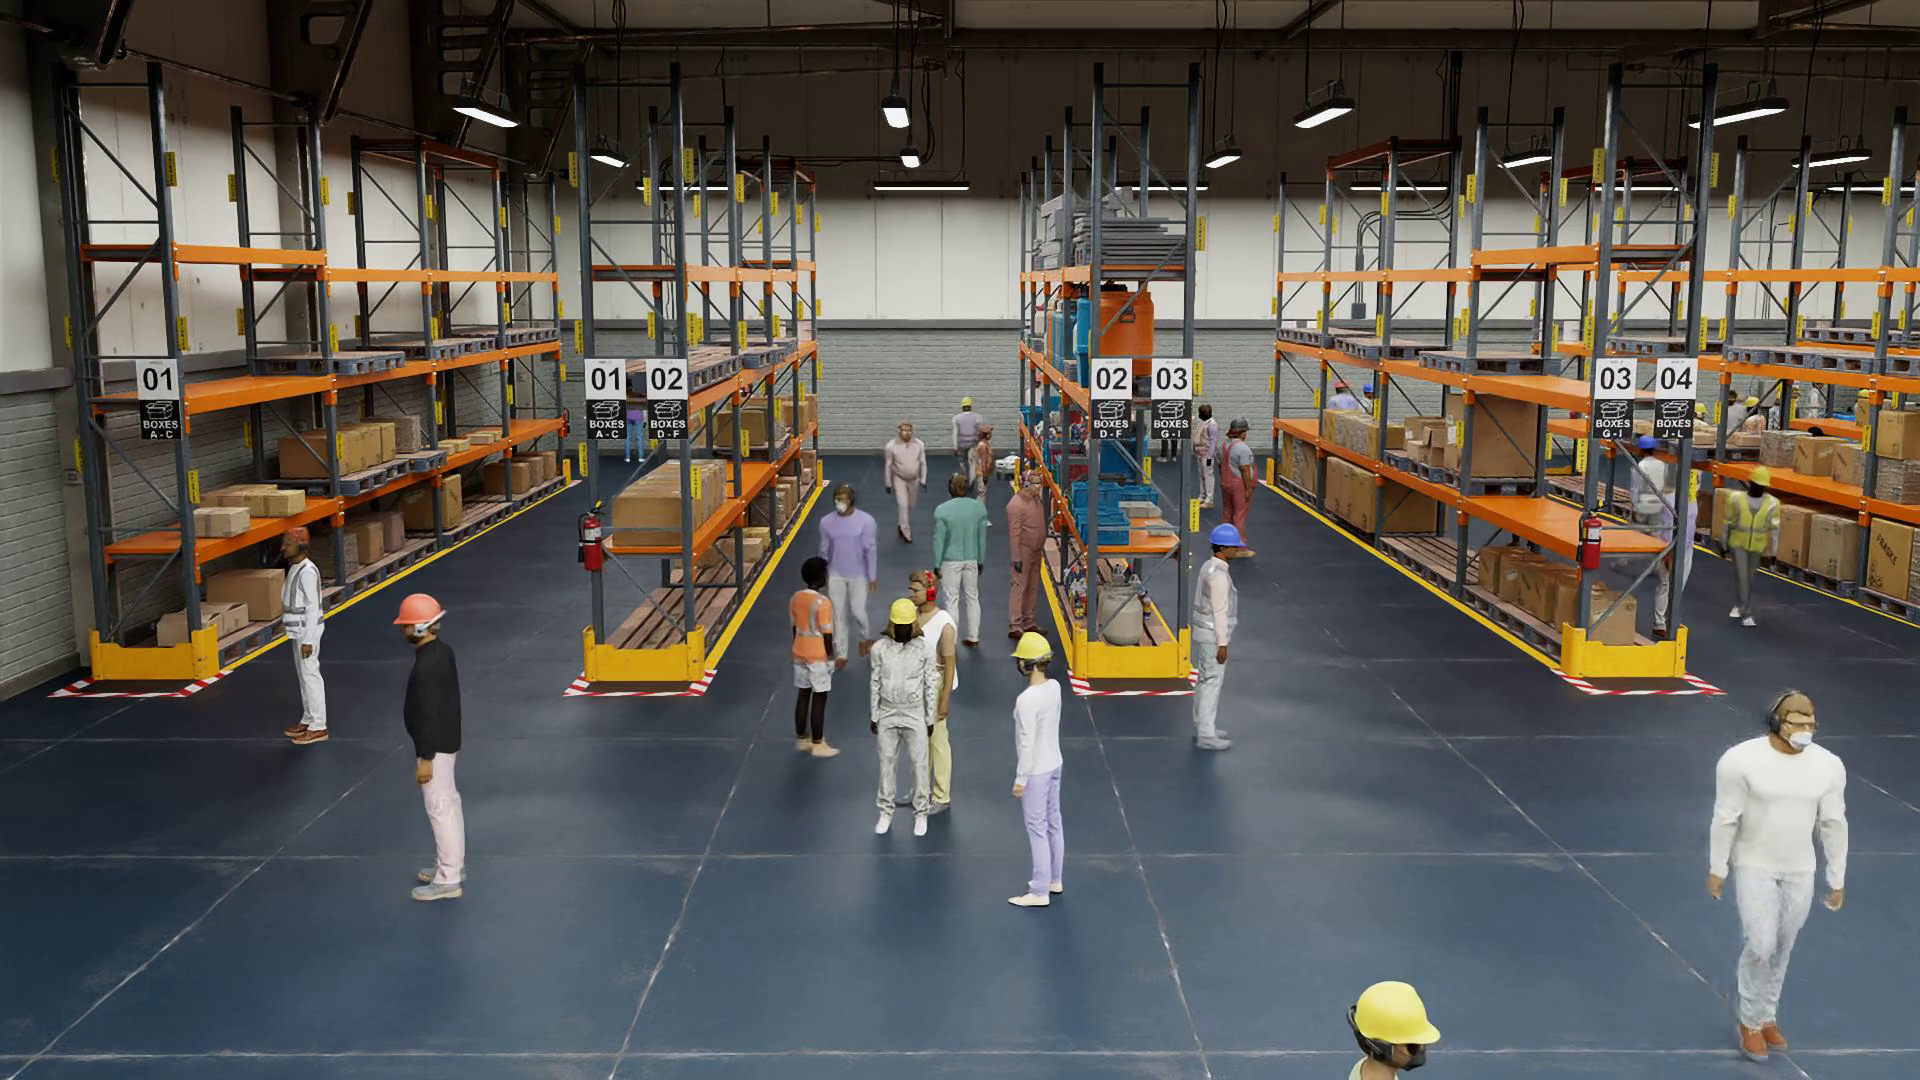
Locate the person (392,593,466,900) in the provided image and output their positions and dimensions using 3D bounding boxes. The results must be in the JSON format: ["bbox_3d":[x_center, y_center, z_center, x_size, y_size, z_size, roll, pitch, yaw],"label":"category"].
[{"bbox_3d":[-3.428,1.325,10.776,0.401,1.989,0.623,-1,9,-7],"label":"person"}]

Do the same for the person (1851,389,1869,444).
[{"bbox_3d":[18.873,-2.293,34.859,0.302,1.741,0.485,8,12,42],"label":"person"}]

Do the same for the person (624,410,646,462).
[{"bbox_3d":[-7.248,-2.679,36.808,0.602,1.914,0.421,-1,9,-4],"label":"person"}]

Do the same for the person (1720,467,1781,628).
[{"bbox_3d":[9.201,0.052,19.390,0.592,1.868,0.958,2,9,15],"label":"person"}]

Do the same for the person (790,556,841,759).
[{"bbox_3d":[-1.219,0.980,13.947,0.317,1.694,0.540,-7,11,-38],"label":"person"}]

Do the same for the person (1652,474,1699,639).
[{"bbox_3d":[8.007,0.149,18.556,0.630,1.931,0.383,-8,12,-41],"label":"person"}]

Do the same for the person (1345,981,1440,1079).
[{"bbox_3d":[1.355,2.273,5.401,0.327,1.769,0.525,2,9,15],"label":"person"}]

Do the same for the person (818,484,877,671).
[{"bbox_3d":[-1.145,0.362,17.167,0.633,1.924,0.578,2,9,14],"label":"person"}]

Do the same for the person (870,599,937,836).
[{"bbox_3d":[-0.409,1.271,11.961,0.486,1.737,0.320,2,9,10],"label":"person"}]

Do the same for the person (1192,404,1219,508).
[{"bbox_3d":[4.316,-1.483,29.330,0.429,1.843,0.622,-2,9,-11],"label":"person"}]

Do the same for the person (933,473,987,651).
[{"bbox_3d":[-0.006,0.238,17.965,0.629,1.933,0.368,-4,10,-27],"label":"person"}]

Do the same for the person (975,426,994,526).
[{"bbox_3d":[0.394,-1.048,27.183,0.311,1.636,0.523,0,9,-1],"label":"person"}]

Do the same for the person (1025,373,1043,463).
[{"bbox_3d":[1.649,-2.682,36.553,0.400,1.989,0.623,5,10,28],"label":"person"}]

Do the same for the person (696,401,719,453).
[{"bbox_3d":[-4.681,-1.830,31.361,0.547,1.907,0.842,0,9,2],"label":"person"}]

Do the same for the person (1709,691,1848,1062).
[{"bbox_3d":[4.206,1.718,8.497,0.648,1.915,0.627,0,9,0],"label":"person"}]

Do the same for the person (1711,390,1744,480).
[{"bbox_3d":[15.297,-2.065,33.149,0.483,1.823,0.877,7,11,38],"label":"person"}]

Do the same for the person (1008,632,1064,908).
[{"bbox_3d":[0.477,1.461,10.626,0.331,1.768,0.526,5,10,27],"label":"person"}]

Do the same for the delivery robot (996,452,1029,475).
[{"bbox_3d":[1.053,-1.515,33.350,0.477,0.478,0.707,9,12,44],"label":"delivery robot"}]

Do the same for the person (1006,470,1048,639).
[{"bbox_3d":[0.770,0.159,18.600,0.402,1.900,0.645,5,10,30],"label":"person"}]

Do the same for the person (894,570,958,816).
[{"bbox_3d":[-0.229,1.134,12.471,0.390,1.848,0.563,-6,11,-34],"label":"person"}]

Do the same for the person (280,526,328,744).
[{"bbox_3d":[-5.693,0.816,14.404,0.346,1.881,0.584,-5,10,-31],"label":"person"}]

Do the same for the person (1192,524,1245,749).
[{"bbox_3d":[2.203,0.818,14.233,0.424,1.939,0.611,0,9,2],"label":"person"}]

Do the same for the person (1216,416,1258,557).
[{"bbox_3d":[4.062,-0.781,24.168,0.535,2.000,0.674,-4,10,-24],"label":"person"}]

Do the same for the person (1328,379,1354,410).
[{"bbox_3d":[8.216,-2.496,35.723,0.545,1.892,0.952,-2,9,-14],"label":"person"}]

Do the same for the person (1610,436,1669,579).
[{"bbox_3d":[9.240,-0.455,22.491,0.624,1.910,0.789,-2,9,-15],"label":"person"}]

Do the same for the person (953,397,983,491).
[{"bbox_3d":[0.163,-1.821,31.660,0.595,1.803,0.837,-1,9,-4],"label":"person"}]

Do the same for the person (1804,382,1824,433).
[{"bbox_3d":[18.666,-2.631,36.364,0.387,1.948,0.602,3,9,21],"label":"person"}]

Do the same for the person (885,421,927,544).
[{"bbox_3d":[-0.853,-0.922,25.630,0.630,1.871,0.921,-4,10,-21],"label":"person"}]

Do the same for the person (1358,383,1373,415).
[{"bbox_3d":[8.208,-2.193,33.548,0.391,1.946,0.615,5,10,31],"label":"person"}]

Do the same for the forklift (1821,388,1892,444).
[{"bbox_3d":[20.072,-3.110,36.462,1.873,2.768,1.129,0,9,0],"label":"forklift"}]

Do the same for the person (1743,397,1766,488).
[{"bbox_3d":[14.208,-1.608,29.854,0.587,1.927,0.365,-8,12,-43],"label":"person"}]
